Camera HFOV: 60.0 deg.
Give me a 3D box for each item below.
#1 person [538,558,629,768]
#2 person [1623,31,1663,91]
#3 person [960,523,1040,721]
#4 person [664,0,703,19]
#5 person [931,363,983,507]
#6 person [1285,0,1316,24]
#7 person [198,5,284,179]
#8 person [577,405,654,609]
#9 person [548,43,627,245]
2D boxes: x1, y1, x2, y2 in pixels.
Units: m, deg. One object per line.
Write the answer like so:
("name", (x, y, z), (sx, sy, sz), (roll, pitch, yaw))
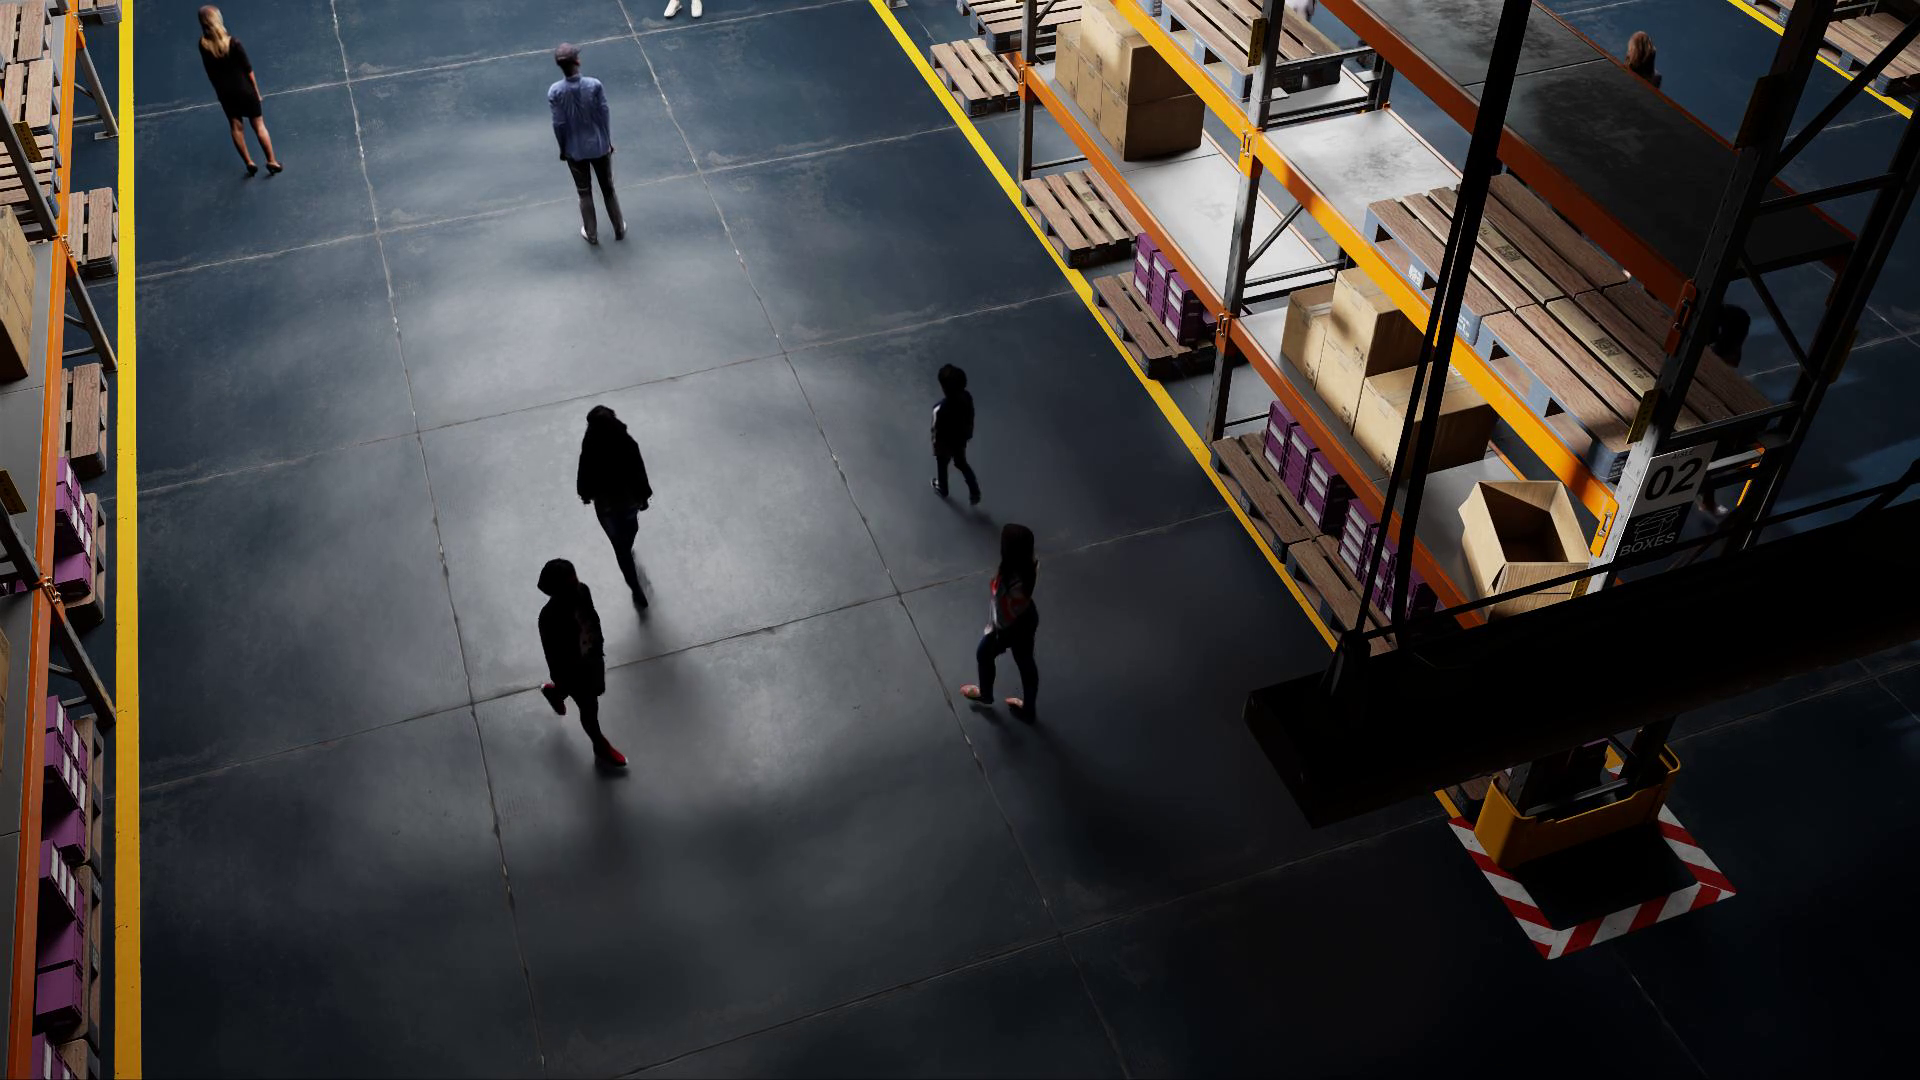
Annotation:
("person", (-2.420, 0.718, 10.266), (1.032, 1.659, 0.932), (23, 48, 22))
("person", (5.826, -3.568, 14.695), (1.011, 1.756, 1.033), (25, 49, 24))
("person", (0.406, 0.560, 10.477), (0.906, 1.596, 0.828), (26, 50, 25))
("person", (-3.006, -6.506, 17.698), (0.735, 1.866, 0.722), (3, 44, 3))
("person", (-0.026, -0.737, 12.117), (0.637, 1.212, 0.791), (-27, 50, -26))
("person", (3.346, -5.298, 16.586), (0.759, 1.650, 1.068), (0, 44, 0))
("person", (-6.671, -4.119, 15.331), (0.599, 1.676, 0.565), (-2, 44, -2))
("person", (-2.303, -0.193, 11.276), (0.656, 1.584, 0.986), (-17, 46, -17))
("person", (-3.241, -3.426, 14.451), (0.659, 1.885, 0.589), (-11, 45, -11))
